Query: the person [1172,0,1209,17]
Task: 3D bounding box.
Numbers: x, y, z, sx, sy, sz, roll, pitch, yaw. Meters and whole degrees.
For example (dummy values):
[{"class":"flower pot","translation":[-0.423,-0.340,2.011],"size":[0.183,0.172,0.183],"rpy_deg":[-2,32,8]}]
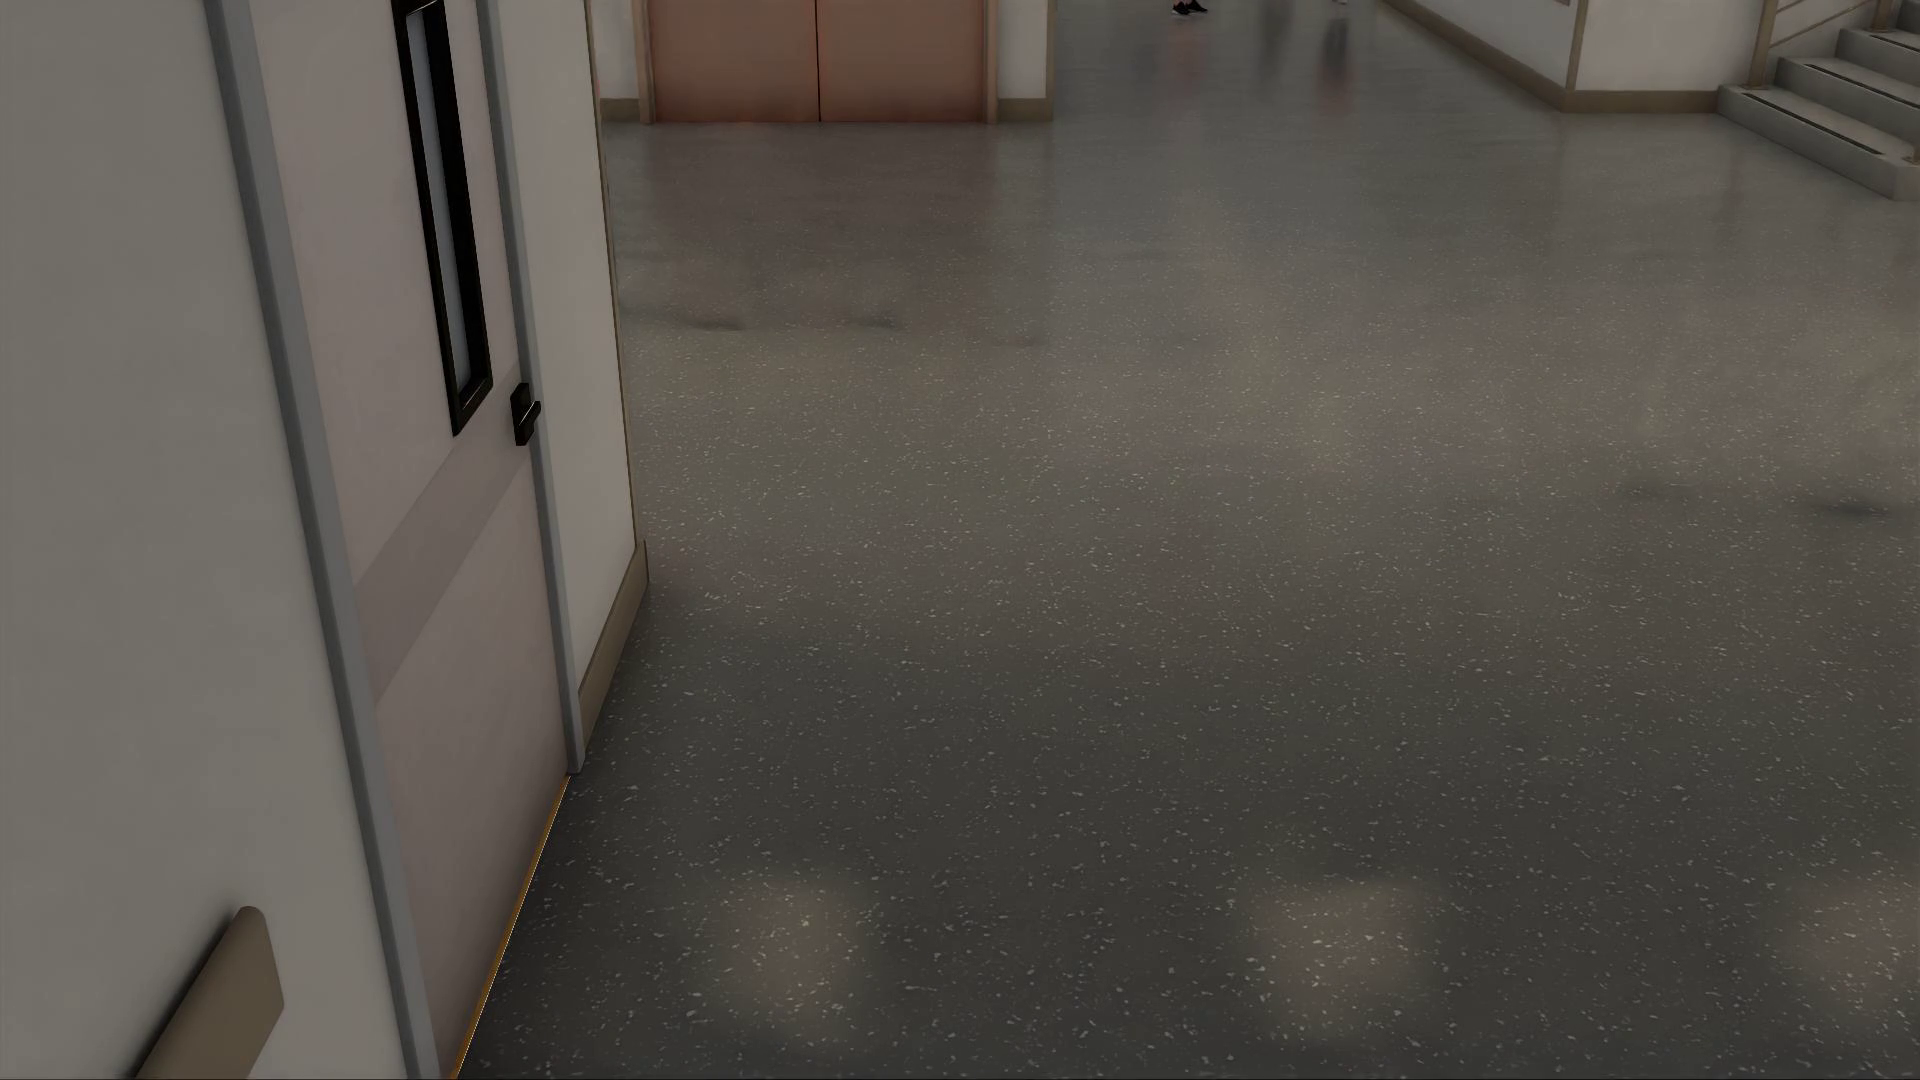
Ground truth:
[{"class":"person","translation":[2.288,-6.063,16.274],"size":[0.667,1.752,0.730],"rpy_deg":[-22,33,-38]}]
